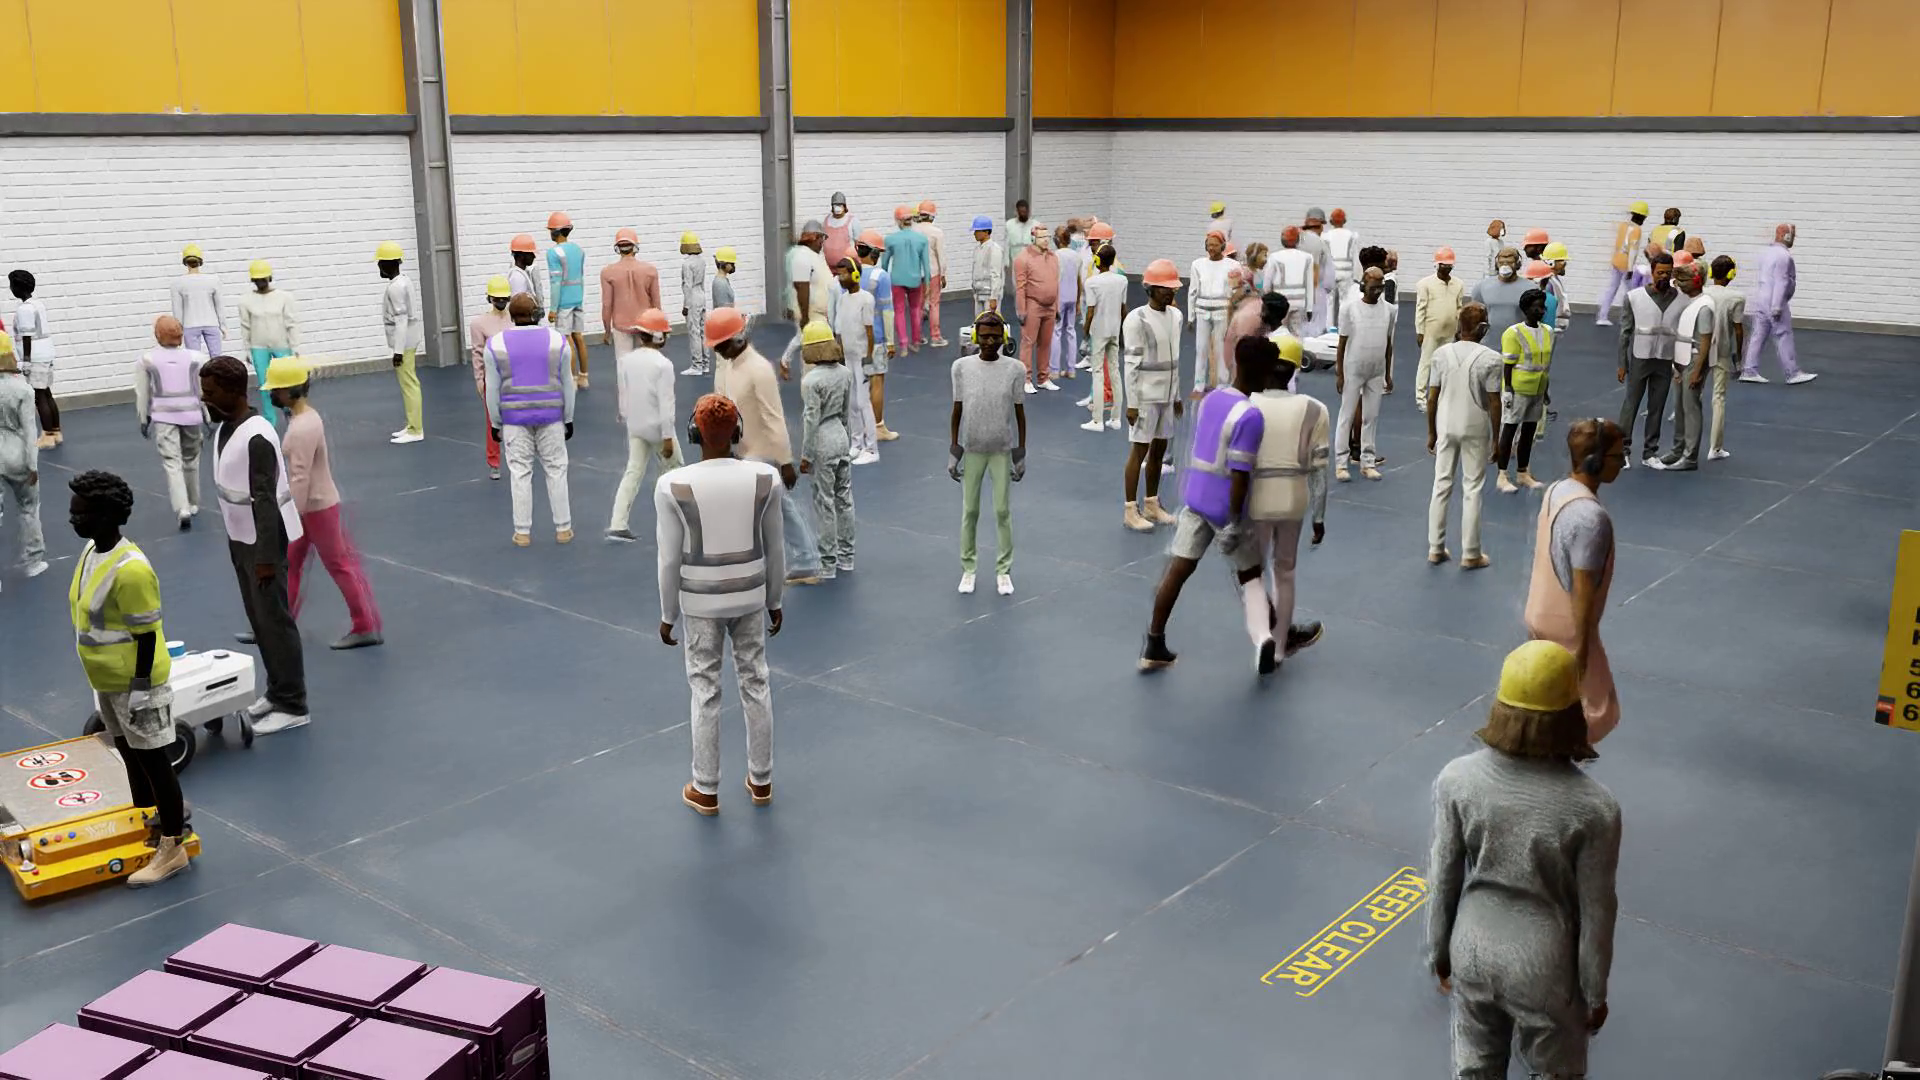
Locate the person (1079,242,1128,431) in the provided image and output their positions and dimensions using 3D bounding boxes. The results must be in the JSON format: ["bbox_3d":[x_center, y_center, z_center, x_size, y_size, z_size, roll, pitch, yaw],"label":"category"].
[{"bbox_3d":[1.426,-2.020,16.585,0.516,1.877,0.329,-8,16,-28],"label":"person"}]

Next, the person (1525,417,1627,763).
[{"bbox_3d":[2.624,0.381,7.091,0.393,1.833,0.504,-1,14,-2],"label":"person"}]

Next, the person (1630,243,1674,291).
[{"bbox_3d":[8.465,-2.847,20.442,0.527,1.586,0.876,-1,14,-3],"label":"person"}]

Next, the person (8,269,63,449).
[{"bbox_3d":[-8.734,-1.709,15.724,0.320,1.686,0.538,-4,15,-15],"label":"person"}]

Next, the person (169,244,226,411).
[{"bbox_3d":[-8.138,-2.271,17.808,0.527,1.767,0.331,-9,16,-31],"label":"person"}]

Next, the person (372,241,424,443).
[{"bbox_3d":[-5.376,-1.892,15.964,0.384,1.928,0.589,-3,14,-11],"label":"person"}]

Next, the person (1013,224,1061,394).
[{"bbox_3d":[0.909,-2.635,18.977,0.649,1.907,0.409,-12,18,-40],"label":"person"}]

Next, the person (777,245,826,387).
[{"bbox_3d":[-1.811,-2.721,19.296,0.512,1.918,0.658,11,18,36],"label":"person"}]

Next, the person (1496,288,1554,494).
[{"bbox_3d":[4.705,-1.240,13.826,0.538,1.696,0.317,-8,16,-28],"label":"person"}]

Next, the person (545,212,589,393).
[{"bbox_3d":[-4.505,-2.699,18.955,0.395,2.044,0.609,6,15,21],"label":"person"}]

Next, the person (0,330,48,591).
[{"bbox_3d":[-6.317,-0.529,10.961,0.486,1.708,0.798,-4,15,-17],"label":"person"}]

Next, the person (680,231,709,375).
[{"bbox_3d":[-3.273,-2.899,20.365,0.289,1.742,0.491,4,15,15],"label":"person"}]

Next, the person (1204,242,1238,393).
[{"bbox_3d":[3.012,-2.499,18.803,0.580,1.712,0.696,-13,19,-41],"label":"person"}]

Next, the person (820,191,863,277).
[{"bbox_3d":[-1.810,-4.147,24.747,0.682,2.000,0.537,4,15,15],"label":"person"}]

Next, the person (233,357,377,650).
[{"bbox_3d":[-3.820,-0.181,9.529,0.842,1.721,0.543,-6,15,-22],"label":"person"}]

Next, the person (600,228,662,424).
[{"bbox_3d":[-3.345,-2.174,16.973,0.609,1.986,0.391,-5,15,-18],"label":"person"}]

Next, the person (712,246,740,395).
[{"bbox_3d":[-2.489,-2.233,17.676,0.345,1.758,0.532,-2,14,-8],"label":"person"}]

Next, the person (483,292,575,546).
[{"bbox_3d":[-3.106,-0.871,12.066,0.624,1.841,0.430,-4,15,-16],"label":"person"}]

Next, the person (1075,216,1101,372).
[{"bbox_3d":[1.633,-3.035,20.577,0.403,1.906,0.651,-6,15,-23],"label":"person"}]

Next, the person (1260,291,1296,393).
[{"bbox_3d":[2.575,-1.185,13.628,0.324,1.687,0.539,1,14,3],"label":"person"}]

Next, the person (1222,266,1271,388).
[{"bbox_3d":[2.379,-1.360,13.952,0.467,1.873,0.701,4,15,17],"label":"person"}]

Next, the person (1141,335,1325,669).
[{"bbox_3d":[1.514,-0.199,9.260,1.099,1.881,0.615,-6,15,-23],"label":"person"}]

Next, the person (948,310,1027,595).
[{"bbox_3d":[0.177,-0.562,10.794,0.509,1.860,0.335,1,14,5],"label":"person"}]

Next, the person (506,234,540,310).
[{"bbox_3d":[-4.433,-2.150,16.997,0.381,1.928,0.546,-4,15,-14],"label":"person"}]

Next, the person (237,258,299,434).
[{"bbox_3d":[-6.752,-1.881,16.274,0.530,1.750,0.474,-5,15,-19],"label":"person"}]

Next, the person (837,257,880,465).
[{"bbox_3d":[-0.933,-1.617,15.014,0.323,1.855,0.531,-10,17,-34],"label":"person"}]

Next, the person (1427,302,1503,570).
[{"bbox_3d":[3.458,-0.710,11.421,0.520,1.838,0.331,11,18,37],"label":"person"}]

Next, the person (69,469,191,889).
[{"bbox_3d":[-3.352,0.550,6.672,0.530,1.697,0.321,13,19,43],"label":"person"}]

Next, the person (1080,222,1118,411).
[{"bbox_3d":[1.510,-2.385,17.797,0.386,1.992,0.624,-2,14,-8],"label":"person"}]

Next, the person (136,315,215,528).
[{"bbox_3d":[-5.975,-0.912,12.695,0.523,1.606,0.808,-8,16,-29],"label":"person"}]

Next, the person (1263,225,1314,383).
[{"bbox_3d":[3.864,-2.747,19.523,0.594,1.869,0.523,-3,14,-13],"label":"person"}]

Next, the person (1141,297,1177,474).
[{"bbox_3d":[1.744,-1.392,14.562,0.264,1.632,0.508,-3,14,-10],"label":"person"}]

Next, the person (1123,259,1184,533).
[{"bbox_3d":[1.483,-1.082,12.493,0.391,2.040,0.615,13,19,43],"label":"person"}]

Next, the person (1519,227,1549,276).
[{"bbox_3d":[6.157,-2.389,17.930,0.373,1.934,0.551,-1,14,-2],"label":"person"}]

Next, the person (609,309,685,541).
[{"bbox_3d":[-2.263,-0.842,12.225,0.581,1.708,0.888,12,18,40],"label":"person"}]

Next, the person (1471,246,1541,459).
[{"bbox_3d":[4.959,-1.715,15.234,0.635,1.939,0.361,6,15,21],"label":"person"}]

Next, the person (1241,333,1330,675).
[{"bbox_3d":[1.729,-0.174,9.168,0.604,1.891,0.656,1,14,3],"label":"person"}]

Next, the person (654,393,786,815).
[{"bbox_3d":[-1.049,0.287,7.348,0.576,1.883,0.354,-6,15,-23],"label":"person"}]
